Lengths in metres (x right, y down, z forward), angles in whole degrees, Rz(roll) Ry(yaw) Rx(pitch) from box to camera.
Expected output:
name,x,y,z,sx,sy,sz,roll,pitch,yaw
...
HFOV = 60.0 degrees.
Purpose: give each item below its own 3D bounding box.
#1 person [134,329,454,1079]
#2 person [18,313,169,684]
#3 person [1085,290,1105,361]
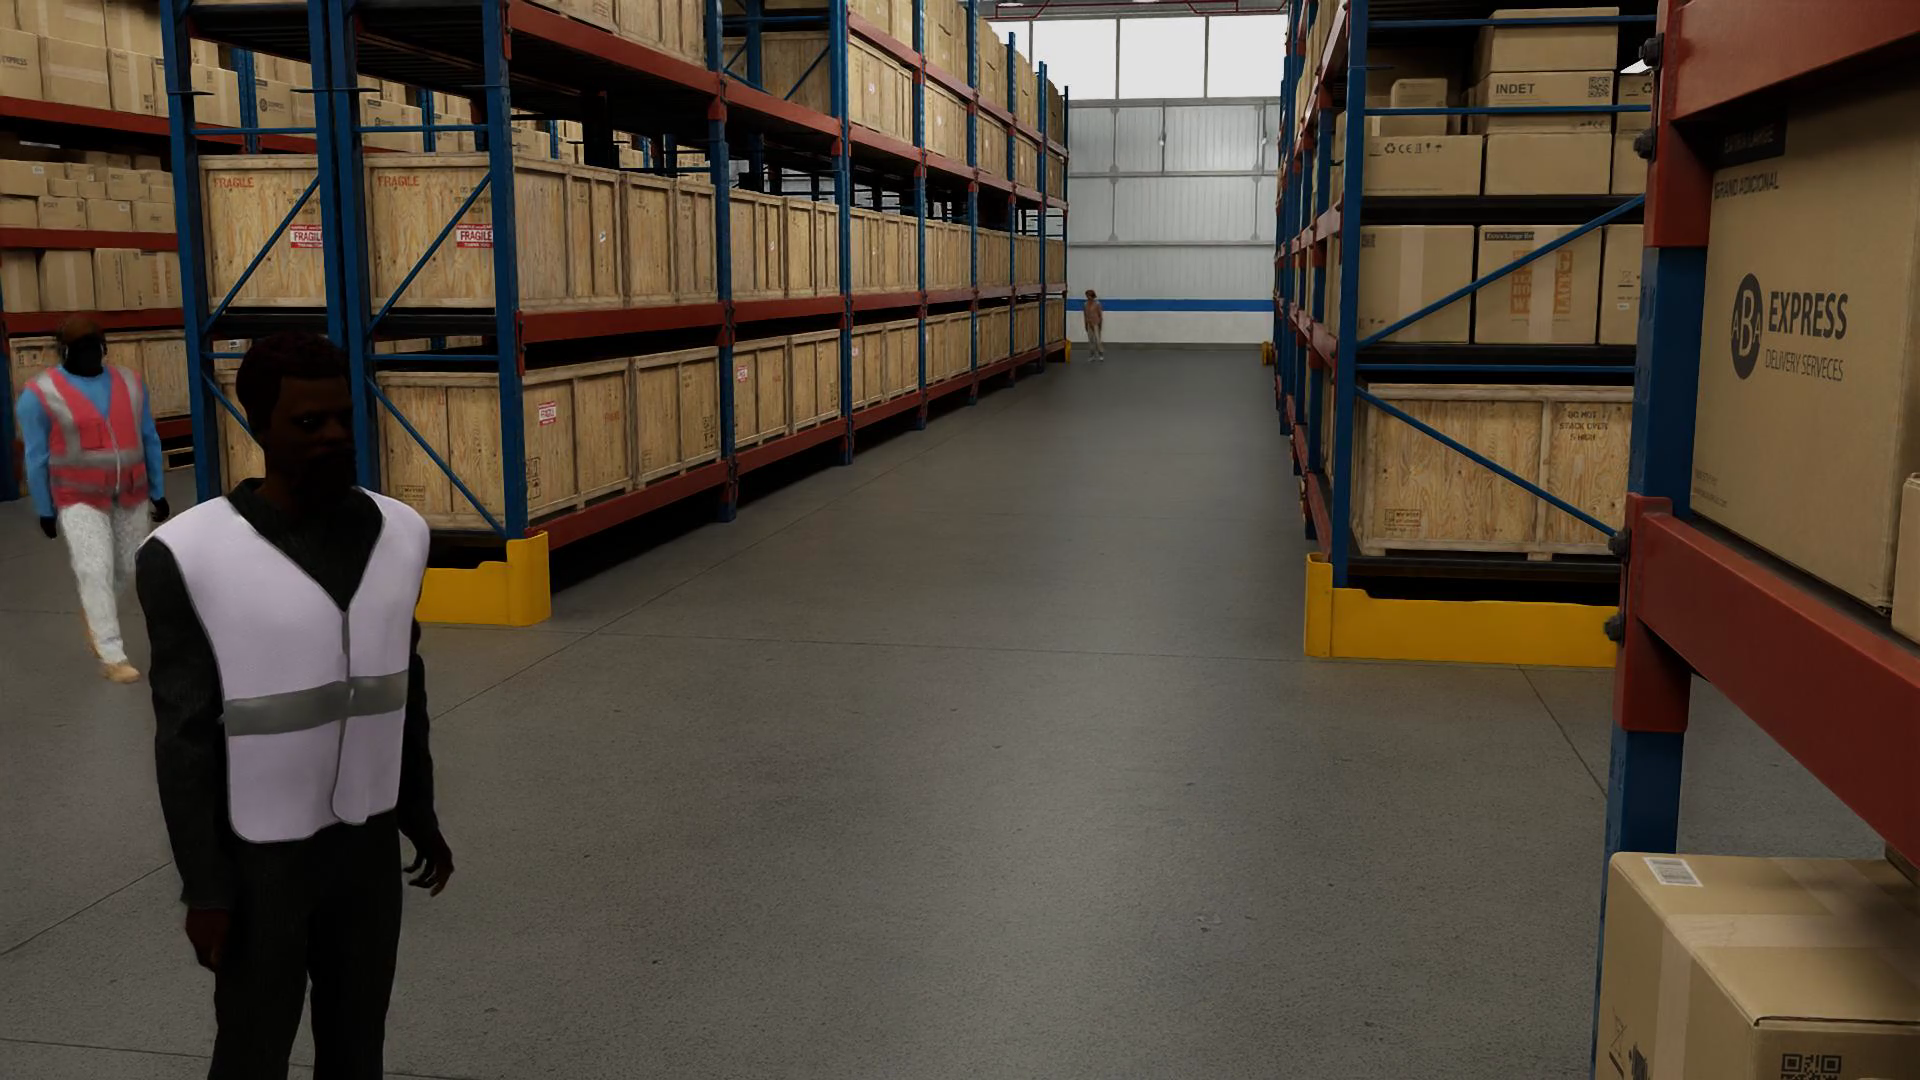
name,x,y,z,sx,sy,sz,roll,pitch,yaw
person,-1.241,0.562,3.176,0.398,1.920,0.589,6,11,32
person,-4.339,-0.222,8.335,0.749,1.825,0.630,7,11,36
person,3.023,-4.850,37.651,0.336,1.627,0.530,-7,12,-38
